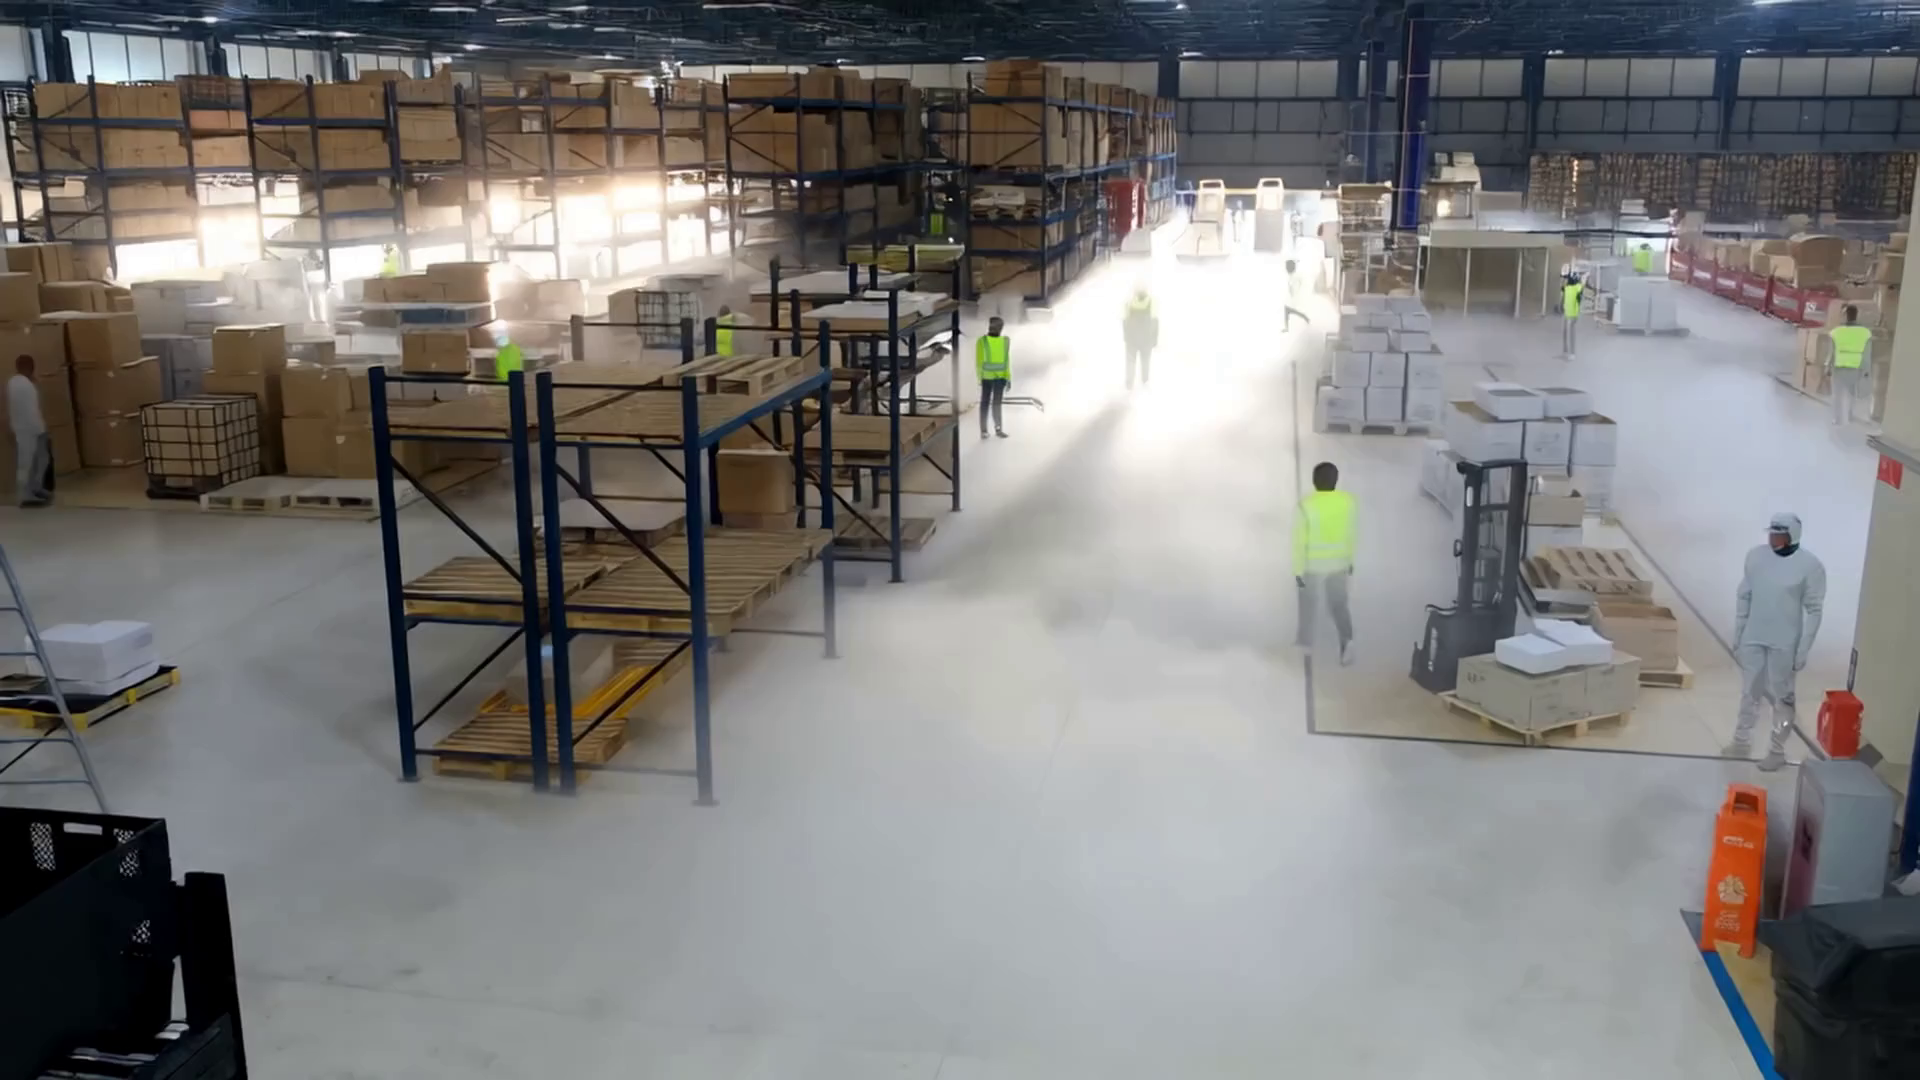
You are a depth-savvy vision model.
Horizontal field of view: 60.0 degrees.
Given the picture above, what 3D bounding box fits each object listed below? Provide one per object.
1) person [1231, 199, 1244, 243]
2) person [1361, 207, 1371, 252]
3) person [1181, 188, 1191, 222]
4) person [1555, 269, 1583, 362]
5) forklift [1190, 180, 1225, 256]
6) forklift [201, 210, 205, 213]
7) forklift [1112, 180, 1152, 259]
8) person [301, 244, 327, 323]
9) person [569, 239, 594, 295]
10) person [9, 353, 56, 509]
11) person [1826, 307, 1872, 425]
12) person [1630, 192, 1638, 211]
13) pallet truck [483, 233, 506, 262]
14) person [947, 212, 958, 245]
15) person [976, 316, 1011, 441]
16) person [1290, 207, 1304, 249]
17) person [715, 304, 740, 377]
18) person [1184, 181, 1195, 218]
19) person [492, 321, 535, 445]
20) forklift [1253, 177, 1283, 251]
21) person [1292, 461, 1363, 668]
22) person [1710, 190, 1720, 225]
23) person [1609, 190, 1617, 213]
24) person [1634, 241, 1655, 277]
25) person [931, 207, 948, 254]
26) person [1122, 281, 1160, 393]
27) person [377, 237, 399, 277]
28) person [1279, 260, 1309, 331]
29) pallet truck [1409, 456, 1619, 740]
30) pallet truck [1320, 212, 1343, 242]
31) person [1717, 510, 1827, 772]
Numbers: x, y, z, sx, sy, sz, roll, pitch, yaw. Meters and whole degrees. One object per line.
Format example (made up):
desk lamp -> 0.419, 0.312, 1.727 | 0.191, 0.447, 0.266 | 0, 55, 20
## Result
person -> 11.607, -13.370, 69.699 | 0.422, 1.816, 0.585 | -12, 18, -41
person -> 15.641, -11.924, 63.937 | 0.400, 1.755, 0.524 | -11, 18, -37
person -> 11.595, -17.205, 85.424 | 0.540, 1.727, 0.861 | 3, 14, 12
person -> 12.414, -4.558, 33.793 | 0.309, 1.868, 0.534 | -4, 14, -16
forklift -> 9.203, -11.884, 61.453 | 1.129, 2.768, 1.873 | 3, 14, 13
forklift -> -26.119, -10.718, 56.720 | 1.129, 2.768, 1.873 | 3, 14, 10
forklift -> 6.082, -11.722, 60.796 | 1.873, 2.768, 1.129 | 2, 14, 9
person -> -15.734, -6.246, 40.568 | 0.587, 1.911, 0.397 | -7, 15, -25
person -> -9.457, -6.526, 41.563 | 0.619, 1.977, 0.470 | -4, 14, -16
person -> -11.542, -1.357, 20.688 | 0.567, 1.912, 0.700 | -8, 16, -31
person -> 14.053, -2.729, 26.332 | 0.606, 1.892, 0.608 | 6, 15, 23
person -> 32.480, -15.942, 79.954 | 0.972, 1.894, 0.611 | 7, 16, 27
pallet truck -> -11.832, -7.026, 43.548 | 1.885, 1.965, 0.823 | 8, 16, 28
person -> -0.271, -11.541, 62.663 | 0.532, 1.612, 0.393 | 11, 18, 39
person -> 0.512, -2.457, 25.222 | 0.573, 1.887, 0.355 | -8, 16, -28
person -> 13.418, -12.475, 66.374 | 0.537, 1.656, 0.868 | -2, 14, -9
person -> -4.218, -3.408, 29.694 | 0.511, 1.593, 0.864 | 6, 15, 22
person -> 12.325, -18.256, 89.199 | 0.624, 1.973, 0.628 | 2, 14, 7
person -> -6.606, -2.313, 24.634 | 0.504, 1.902, 0.743 | -2, 14, -9
forklift -> 12.083, -12.747, 64.956 | 1.129, 2.768, 1.873 | 3, 14, 10
person -> 3.212, 0.209, 14.551 | 0.627, 1.816, 0.804 | -2, 14, -7
person -> 36.599, -16.060, 80.587 | 0.629, 1.829, 0.565 | 6, 15, 23
person -> 31.688, -16.061, 80.672 | 0.947, 1.771, 0.618 | 4, 14, 15
person -> 19.062, -7.532, 46.387 | 0.534, 1.603, 0.752 | 2, 14, 10
person -> -0.841, -11.758, 63.203 | 0.826, 1.799, 0.606 | 0, 14, 1
person -> 3.232, -3.680, 29.874 | 0.682, 2.000, 1.023 | 2, 14, 9
person -> -15.584, -7.343, 45.260 | 0.705, 1.794, 0.430 | 4, 14, 17
person -> 7.809, -5.696, 38.775 | 0.610, 1.672, 0.530 | 1, 14, 6
pallet truck -> 4.504, 0.400, 13.395 | 0.823, 1.965, 1.885 | -6, 15, -23
pallet truck -> 15.874, -13.227, 70.310 | 0.680, 1.201, 1.601 | 10, 17, 35
person -> 5.952, 0.729, 12.183 | 0.373, 1.940, 0.628 | -8, 16, -31
